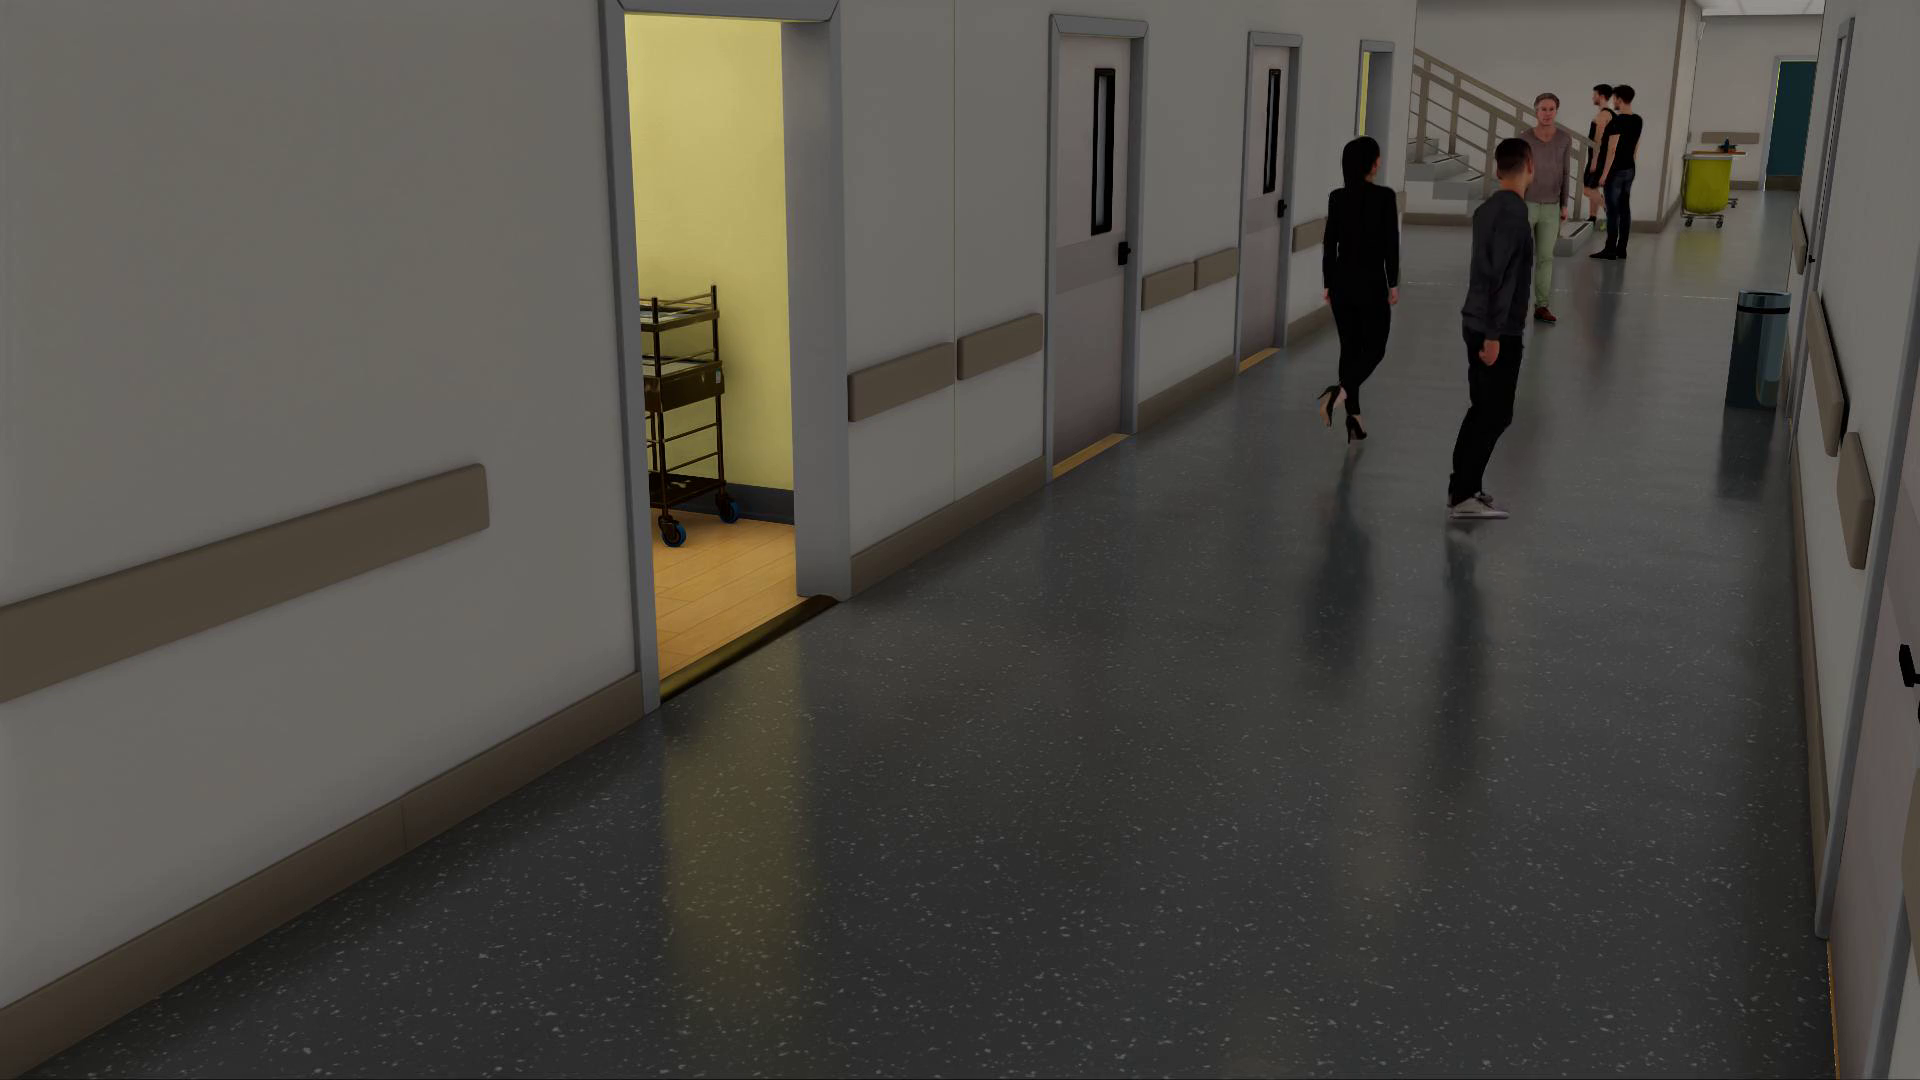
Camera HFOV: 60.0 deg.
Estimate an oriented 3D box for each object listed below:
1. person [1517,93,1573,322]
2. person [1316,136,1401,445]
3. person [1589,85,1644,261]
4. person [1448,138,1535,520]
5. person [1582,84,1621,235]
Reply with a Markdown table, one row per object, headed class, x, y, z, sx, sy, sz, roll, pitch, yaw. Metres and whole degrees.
| class | x | y | z | sx | sy | sz | roll | pitch | yaw |
| --- | --- | --- | --- | --- | --- | --- | --- | --- | --- |
| person | 4.839 | -2.786 | 13.952 | 0.681 | 1.874 | 0.827 | 1 | 16 | 2 |
| person | 2.176 | -1.341 | 9.145 | 0.856 | 1.702 | 0.773 | 12 | 20 | 36 |
| person | 7.385 | -4.108 | 18.606 | 0.761 | 1.894 | 0.762 | -10 | 19 | -32 |
| person | 2.442 | -0.954 | 7.716 | 0.812 | 1.733 | 0.885 | 3 | 16 | 11 |
| person | 8.290 | -4.876 | 21.357 | 0.853 | 1.880 | 0.749 | 10 | 18 | 31 |
